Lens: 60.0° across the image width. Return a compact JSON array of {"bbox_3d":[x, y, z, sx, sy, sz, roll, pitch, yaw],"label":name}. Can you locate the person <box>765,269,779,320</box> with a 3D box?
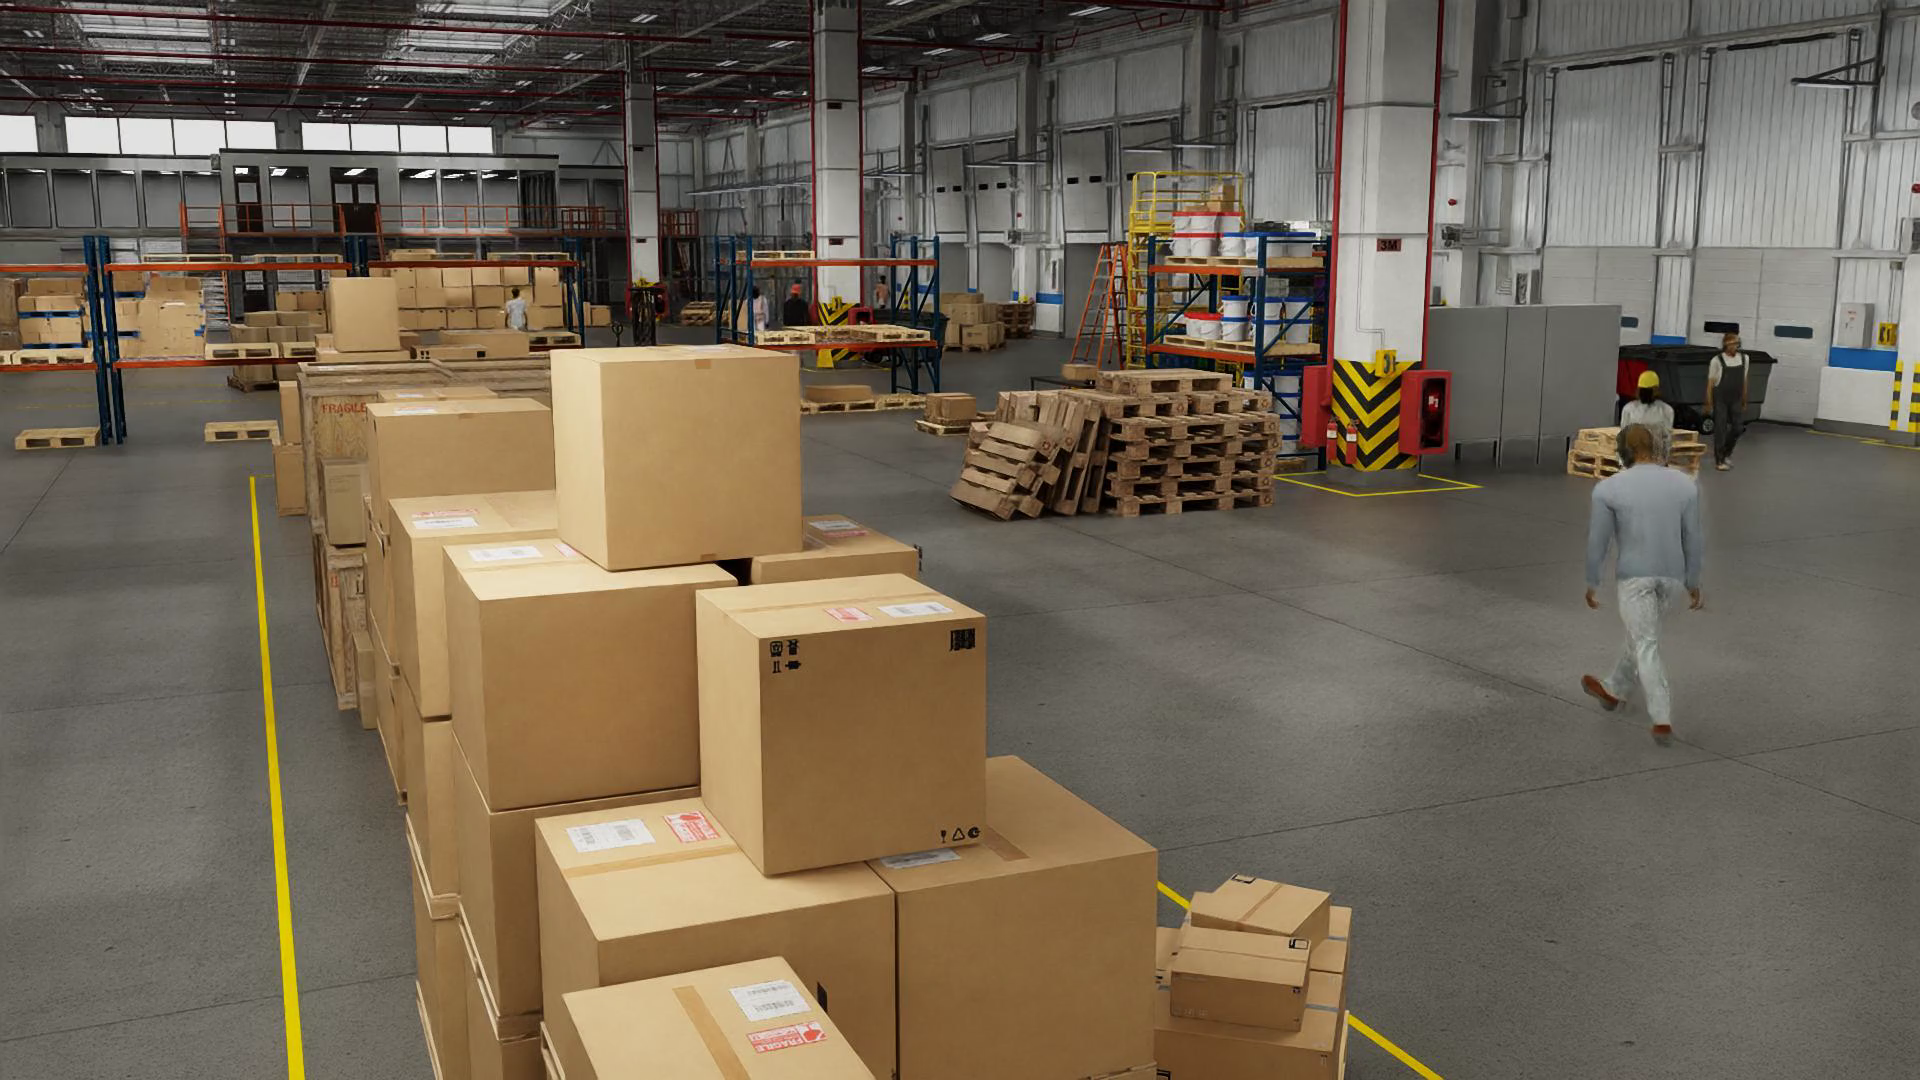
[{"bbox_3d":[-6.913,-9.067,61.417,0.625,1.881,0.594,6,12,28],"label":"person"}]

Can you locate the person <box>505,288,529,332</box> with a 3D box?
[{"bbox_3d":[-10.631,-5.102,39.752,0.551,1.806,0.961,-9,13,-40],"label":"person"}]

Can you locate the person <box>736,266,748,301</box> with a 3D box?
[{"bbox_3d":[-9.702,-11.393,74.108,0.617,1.925,0.659,-4,11,-21],"label":"person"}]

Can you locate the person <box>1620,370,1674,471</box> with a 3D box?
[{"bbox_3d":[6.742,-0.816,16.366,0.487,1.732,0.480,6,12,31],"label":"person"}]

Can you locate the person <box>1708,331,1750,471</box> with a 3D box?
[{"bbox_3d":[9.913,-1.782,21.448,0.567,1.819,0.425,0,10,-2],"label":"person"}]

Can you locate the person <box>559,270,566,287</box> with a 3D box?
[{"bbox_3d":[-13.961,-8.442,57.903,0.831,1.914,0.555,-4,11,-21],"label":"person"}]

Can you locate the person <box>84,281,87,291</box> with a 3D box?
[{"bbox_3d":[-25.361,-6.769,48.664,0.679,1.907,0.661,-2,11,-12],"label":"person"}]

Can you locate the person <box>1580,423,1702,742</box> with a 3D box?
[{"bbox_3d":[4.145,0.237,10.144,0.642,1.873,1.000,-1,10,-4],"label":"person"}]

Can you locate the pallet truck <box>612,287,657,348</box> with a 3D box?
[{"bbox_3d":[-6.464,-4.406,35.401,0.823,1.965,1.885,6,12,32],"label":"pallet truck"}]

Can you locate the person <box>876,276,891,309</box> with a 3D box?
[{"bbox_3d":[-2.803,-8.800,60.569,0.532,1.655,0.851,-6,12,-30],"label":"person"}]

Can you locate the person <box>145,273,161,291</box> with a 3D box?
[{"bbox_3d":[-23.554,-6.828,48.745,0.931,2.006,0.594,10,14,42],"label":"person"}]

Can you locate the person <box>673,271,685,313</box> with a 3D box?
[{"bbox_3d":[-11.074,-9.753,65.612,0.890,1.715,0.551,6,12,30],"label":"person"}]

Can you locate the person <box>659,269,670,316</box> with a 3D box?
[{"bbox_3d":[-11.542,-9.640,64.781,0.798,1.815,0.625,6,12,28],"label":"person"}]

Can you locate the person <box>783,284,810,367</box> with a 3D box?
[{"bbox_3d":[-3.760,-4.890,38.171,0.629,1.963,0.796,0,10,-1],"label":"person"}]

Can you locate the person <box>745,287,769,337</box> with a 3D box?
[{"bbox_3d":[-5.149,-5.472,41.855,0.646,1.790,0.980,1,10,4],"label":"person"}]
